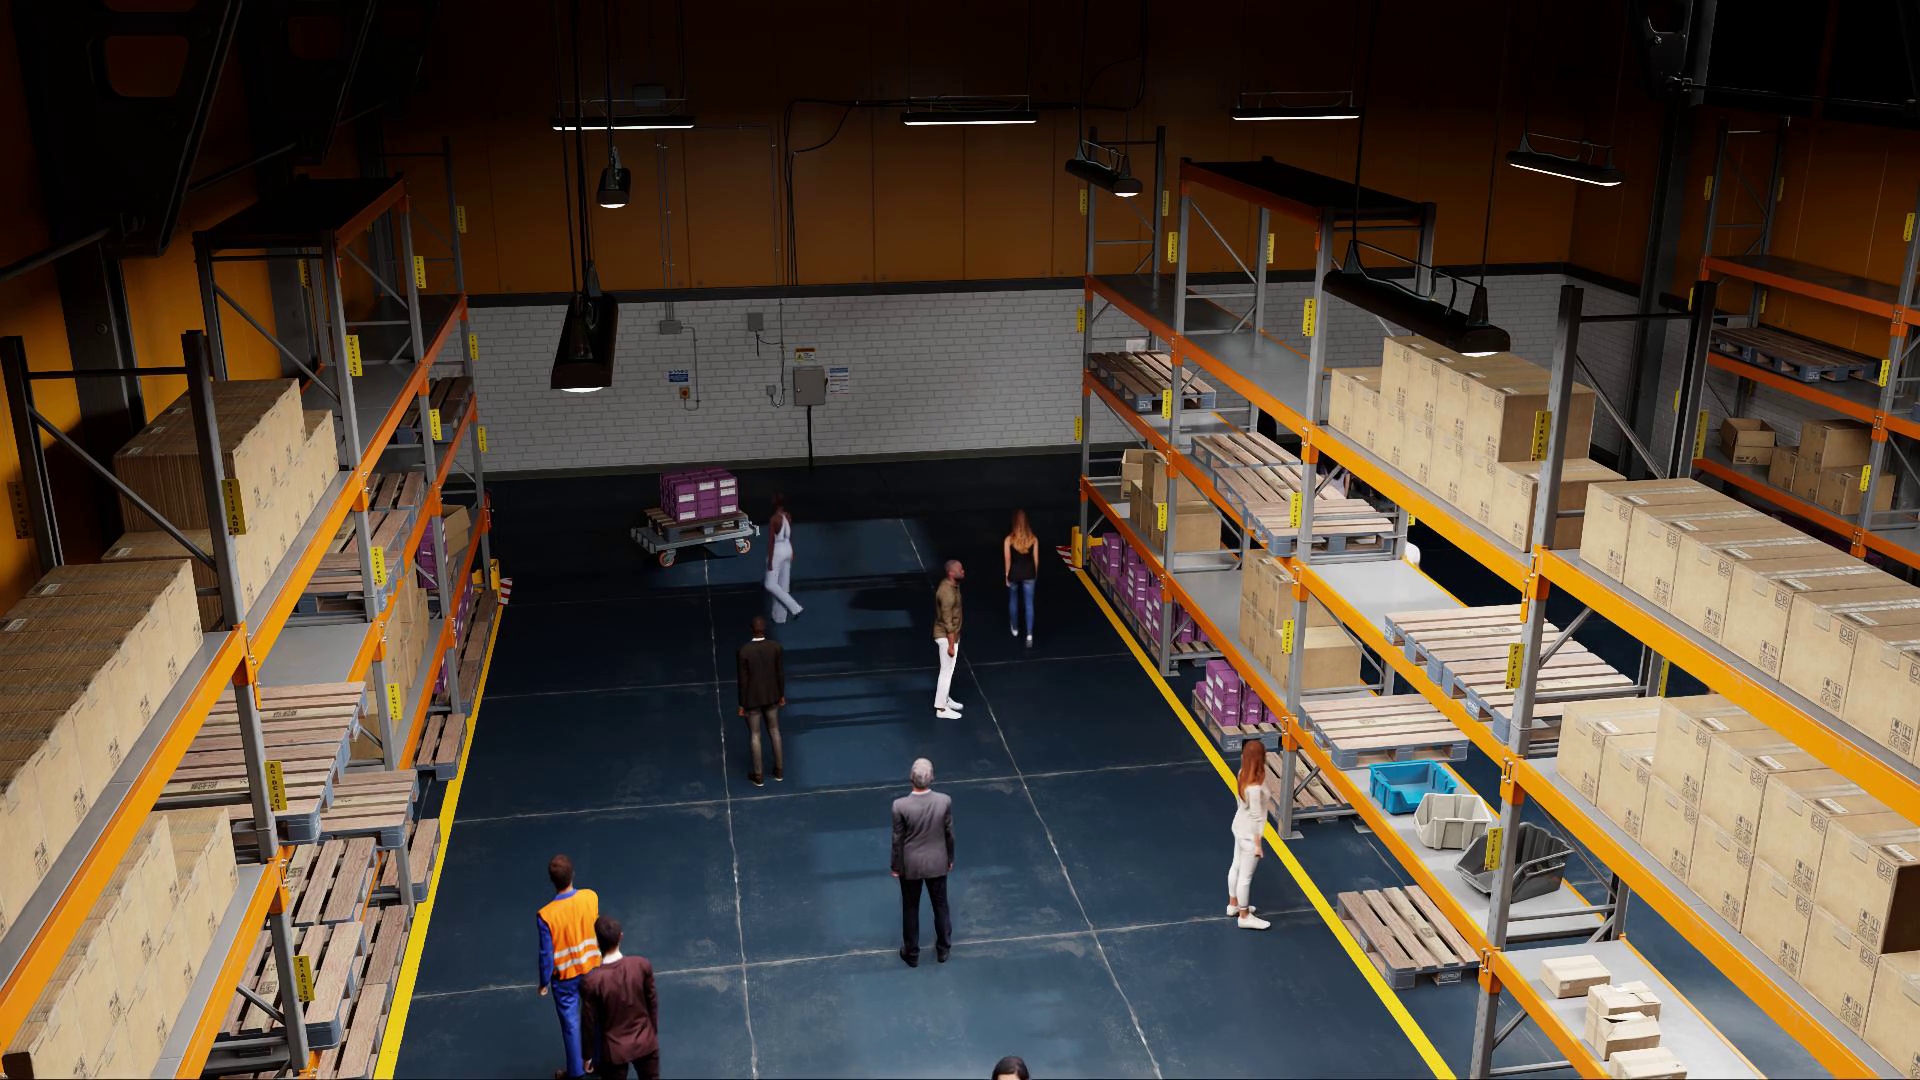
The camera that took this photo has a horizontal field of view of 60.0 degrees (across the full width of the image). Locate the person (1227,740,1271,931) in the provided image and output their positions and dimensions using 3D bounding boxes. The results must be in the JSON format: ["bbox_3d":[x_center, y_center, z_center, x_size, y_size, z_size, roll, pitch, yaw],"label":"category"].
[{"bbox_3d":[2.466,2.513,14.288,0.660,1.713,0.494,-2,19,-7],"label":"person"}]

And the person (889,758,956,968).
[{"bbox_3d":[-0.304,2.645,13.695,0.714,1.842,0.608,-5,19,-13],"label":"person"}]

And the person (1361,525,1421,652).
[{"bbox_3d":[5.167,0.655,19.634,0.700,1.822,1.086,-3,19,-8],"label":"person"}]

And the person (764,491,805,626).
[{"bbox_3d":[-2.188,0.265,20.867,0.898,1.775,0.844,12,22,31],"label":"person"}]

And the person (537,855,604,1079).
[{"bbox_3d":[-2.819,3.153,12.156,0.789,1.862,0.800,-16,25,-40],"label":"person"}]

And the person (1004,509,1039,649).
[{"bbox_3d":[0.758,0.500,20.305,0.700,1.688,1.116,0,19,1],"label":"person"}]

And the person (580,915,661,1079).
[{"bbox_3d":[-2.272,3.430,11.348,0.834,1.851,0.812,-10,21,-28],"label":"person"}]

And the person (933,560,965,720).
[{"bbox_3d":[-0.132,1.075,18.396,0.823,1.817,0.604,1,19,3],"label":"person"}]

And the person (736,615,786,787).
[{"bbox_3d":[-2.008,1.611,16.831,0.727,1.800,0.659,-10,21,-27],"label":"person"}]
